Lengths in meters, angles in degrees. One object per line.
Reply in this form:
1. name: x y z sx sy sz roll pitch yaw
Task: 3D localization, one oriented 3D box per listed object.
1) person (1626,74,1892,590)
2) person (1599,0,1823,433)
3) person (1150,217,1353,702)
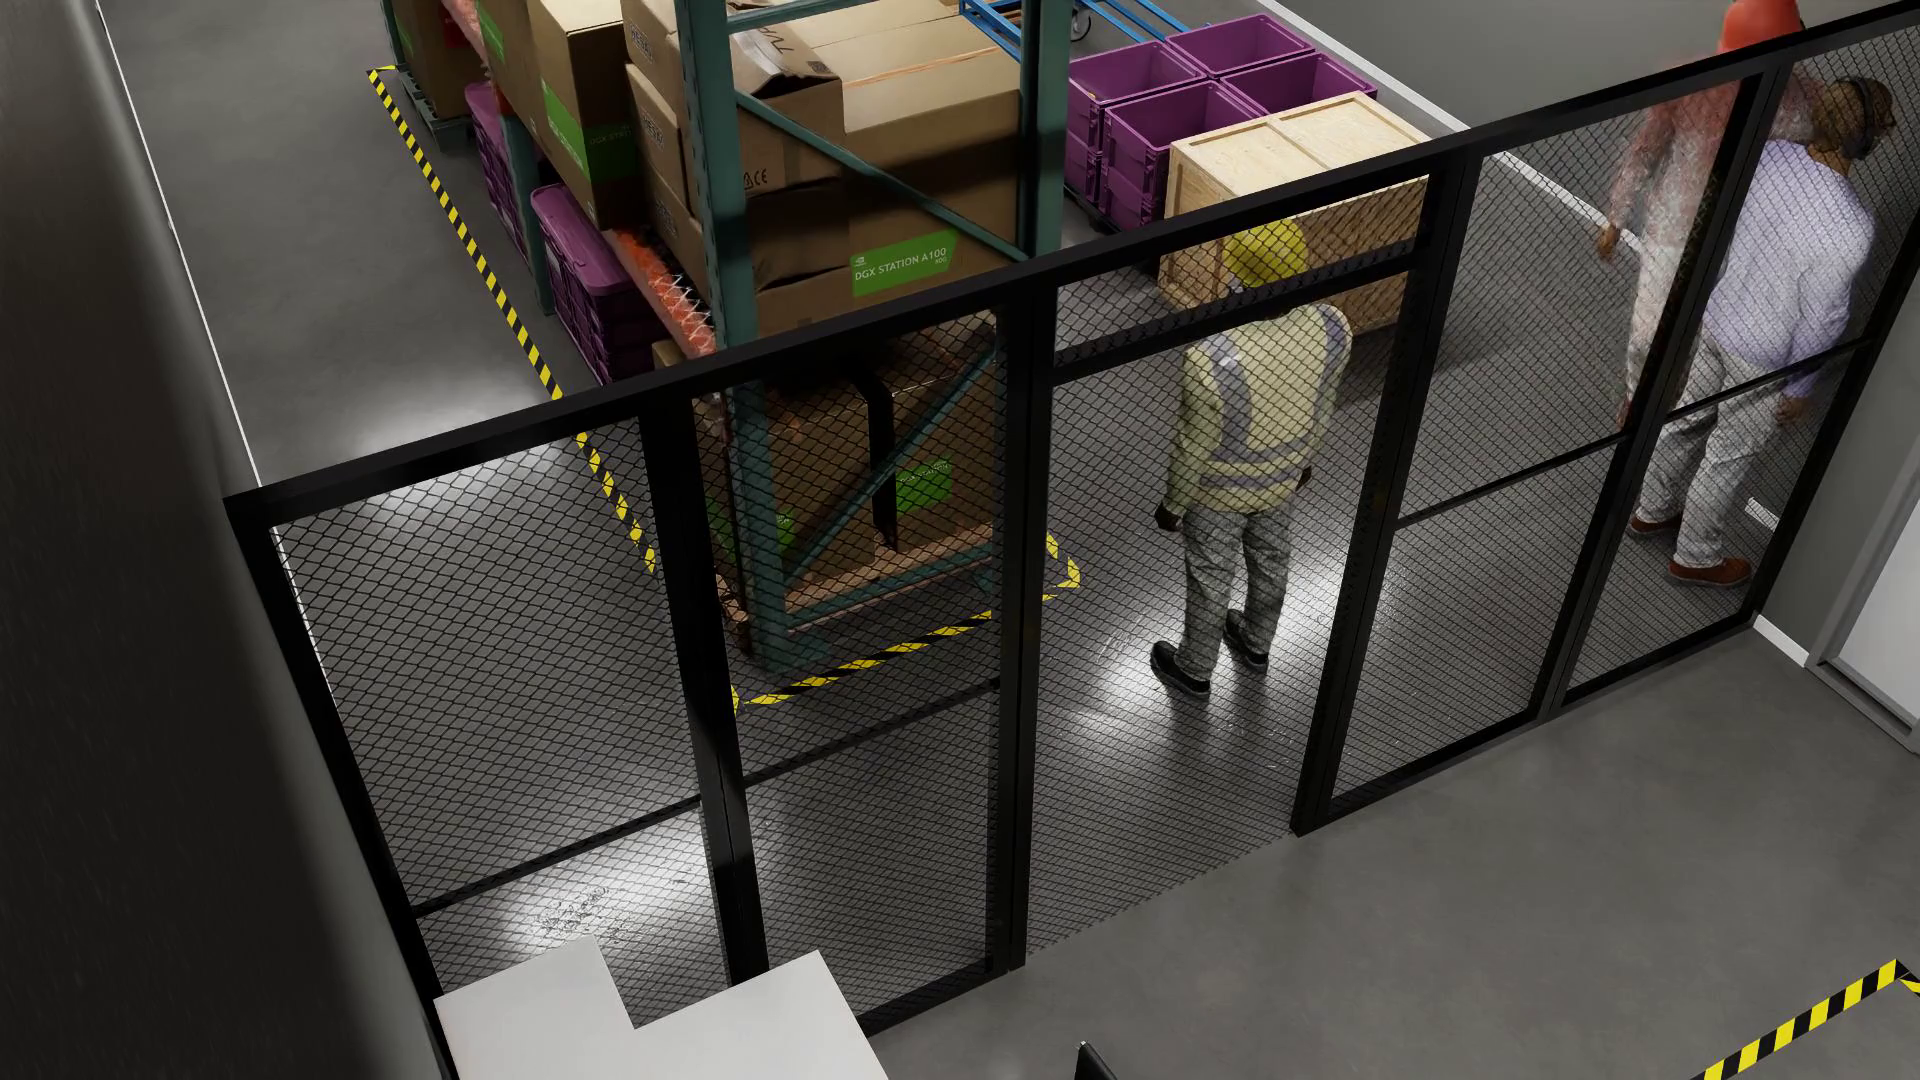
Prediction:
1. person: 2.726 -0.679 5.688 0.379 1.940 0.629 -7 43 -7
2. person: 2.761 -1.101 6.131 0.727 1.960 0.497 11 43 11
3. person: 0.883 -0.230 5.273 0.588 1.835 0.403 -19 46 -20
